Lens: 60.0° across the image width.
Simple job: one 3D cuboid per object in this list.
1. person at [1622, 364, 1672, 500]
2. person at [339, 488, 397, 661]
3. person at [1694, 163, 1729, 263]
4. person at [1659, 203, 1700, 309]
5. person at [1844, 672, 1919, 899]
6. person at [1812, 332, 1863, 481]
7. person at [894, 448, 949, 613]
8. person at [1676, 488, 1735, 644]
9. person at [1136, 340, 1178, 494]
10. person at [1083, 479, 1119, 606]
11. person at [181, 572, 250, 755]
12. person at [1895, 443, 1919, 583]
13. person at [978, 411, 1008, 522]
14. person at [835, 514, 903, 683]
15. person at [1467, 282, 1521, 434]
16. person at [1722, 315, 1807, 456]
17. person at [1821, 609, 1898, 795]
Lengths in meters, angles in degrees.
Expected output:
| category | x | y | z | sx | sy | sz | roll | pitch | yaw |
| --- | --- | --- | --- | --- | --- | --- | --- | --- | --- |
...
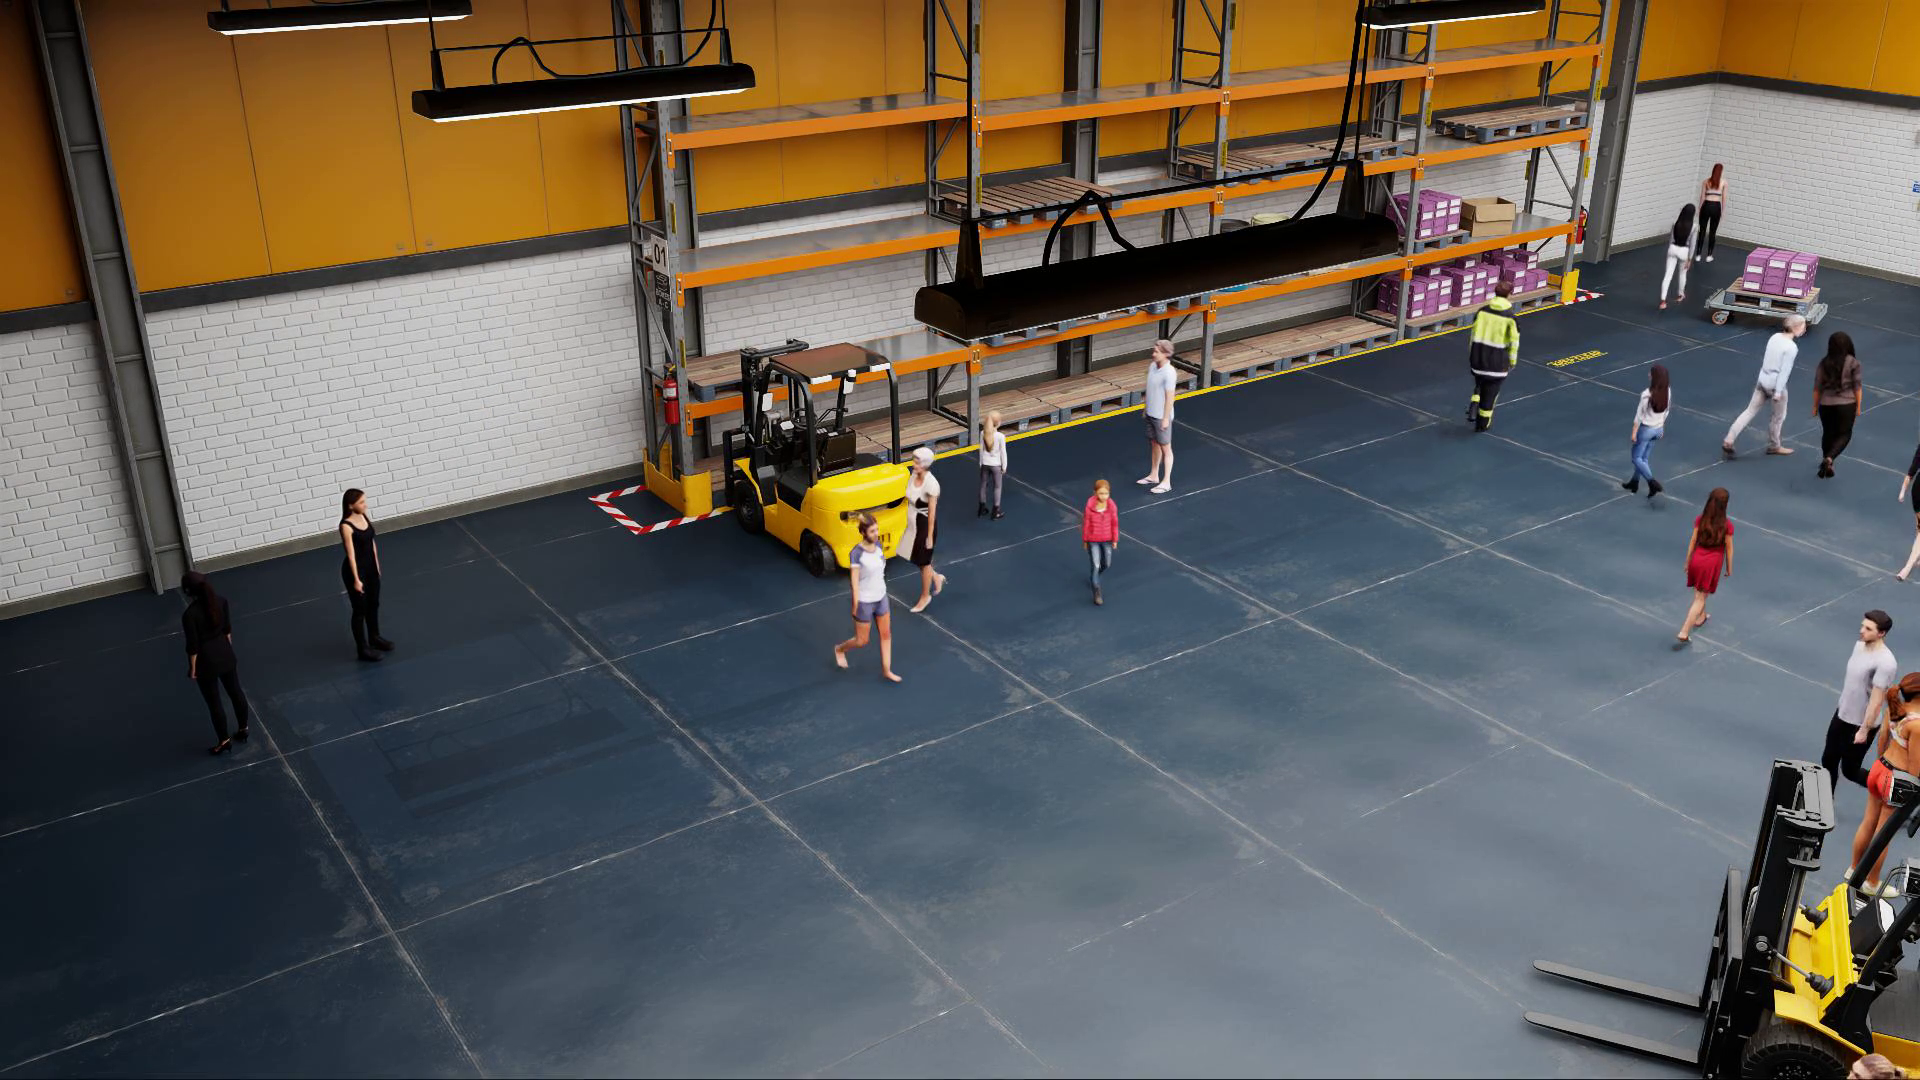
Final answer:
| category | x | y | z | sx | sy | sz | roll | pitch | yaw |
| --- | --- | --- | --- | --- | --- | --- | --- | --- | --- |
| person | 8.013 | -1.225 | 19.242 | 0.882 | 1.612 | 0.766 | -11 | 26 | -23 |
| person | -5.630 | 0.306 | 15.646 | 0.734 | 1.687 | 0.666 | 5 | 24 | 12 |
| person | 13.378 | -5.842 | 29.641 | 0.661 | 1.742 | 0.677 | 9 | 25 | 20 |
| person | 11.483 | -4.504 | 26.667 | 0.866 | 1.674 | 1.279 | 17 | 29 | 34 |
| person | 6.816 | 1.770 | 12.167 | 0.712 | 1.792 | 0.680 | -1 | 24 | -3 |
| person | 10.318 | -1.518 | 19.675 | 0.974 | 1.802 | 0.820 | -19 | 30 | -37 |
| person | -0.298 | -0.111 | 16.529 | 0.804 | 1.744 | 0.670 | -12 | 26 | -25 |
| person | 7.136 | 0.272 | 15.935 | 1.101 | 1.517 | 0.641 | -21 | 31 | -39 |
| person | 2.368 | -1.474 | 19.537 | 0.642 | 1.832 | 0.704 | -9 | 25 | -20 |
| person | 1.402 | -0.019 | 16.872 | 0.812 | 1.300 | 0.788 | -2 | 24 | -5 |
| person | -6.293 | 1.024 | 14.033 | 0.750 | 1.663 | 0.649 | 11 | 26 | 23 |
| person | 10.105 | -0.444 | 17.279 | 1.106 | 1.753 | 0.664 | -18 | 30 | -36 |
| person | 0.353 | -0.847 | 18.797 | 0.576 | 1.276 | 0.610 | 11 | 26 | 24 |
| person | -0.872 | 0.530 | 15.236 | 0.765 | 1.606 | 0.904 | 19 | 30 | 37 |
| person | 6.768 | -2.332 | 21.322 | 0.837 | 1.975 | 0.769 | 21 | 31 | 40 |
| person | 9.864 | -1.850 | 20.386 | 1.336 | 1.841 | 1.102 | -5 | 24 | -10 |
| person | 7.069 | 1.408 | 12.927 | 1.098 | 1.846 | 0.969 | -1 | 24 | -1 |
